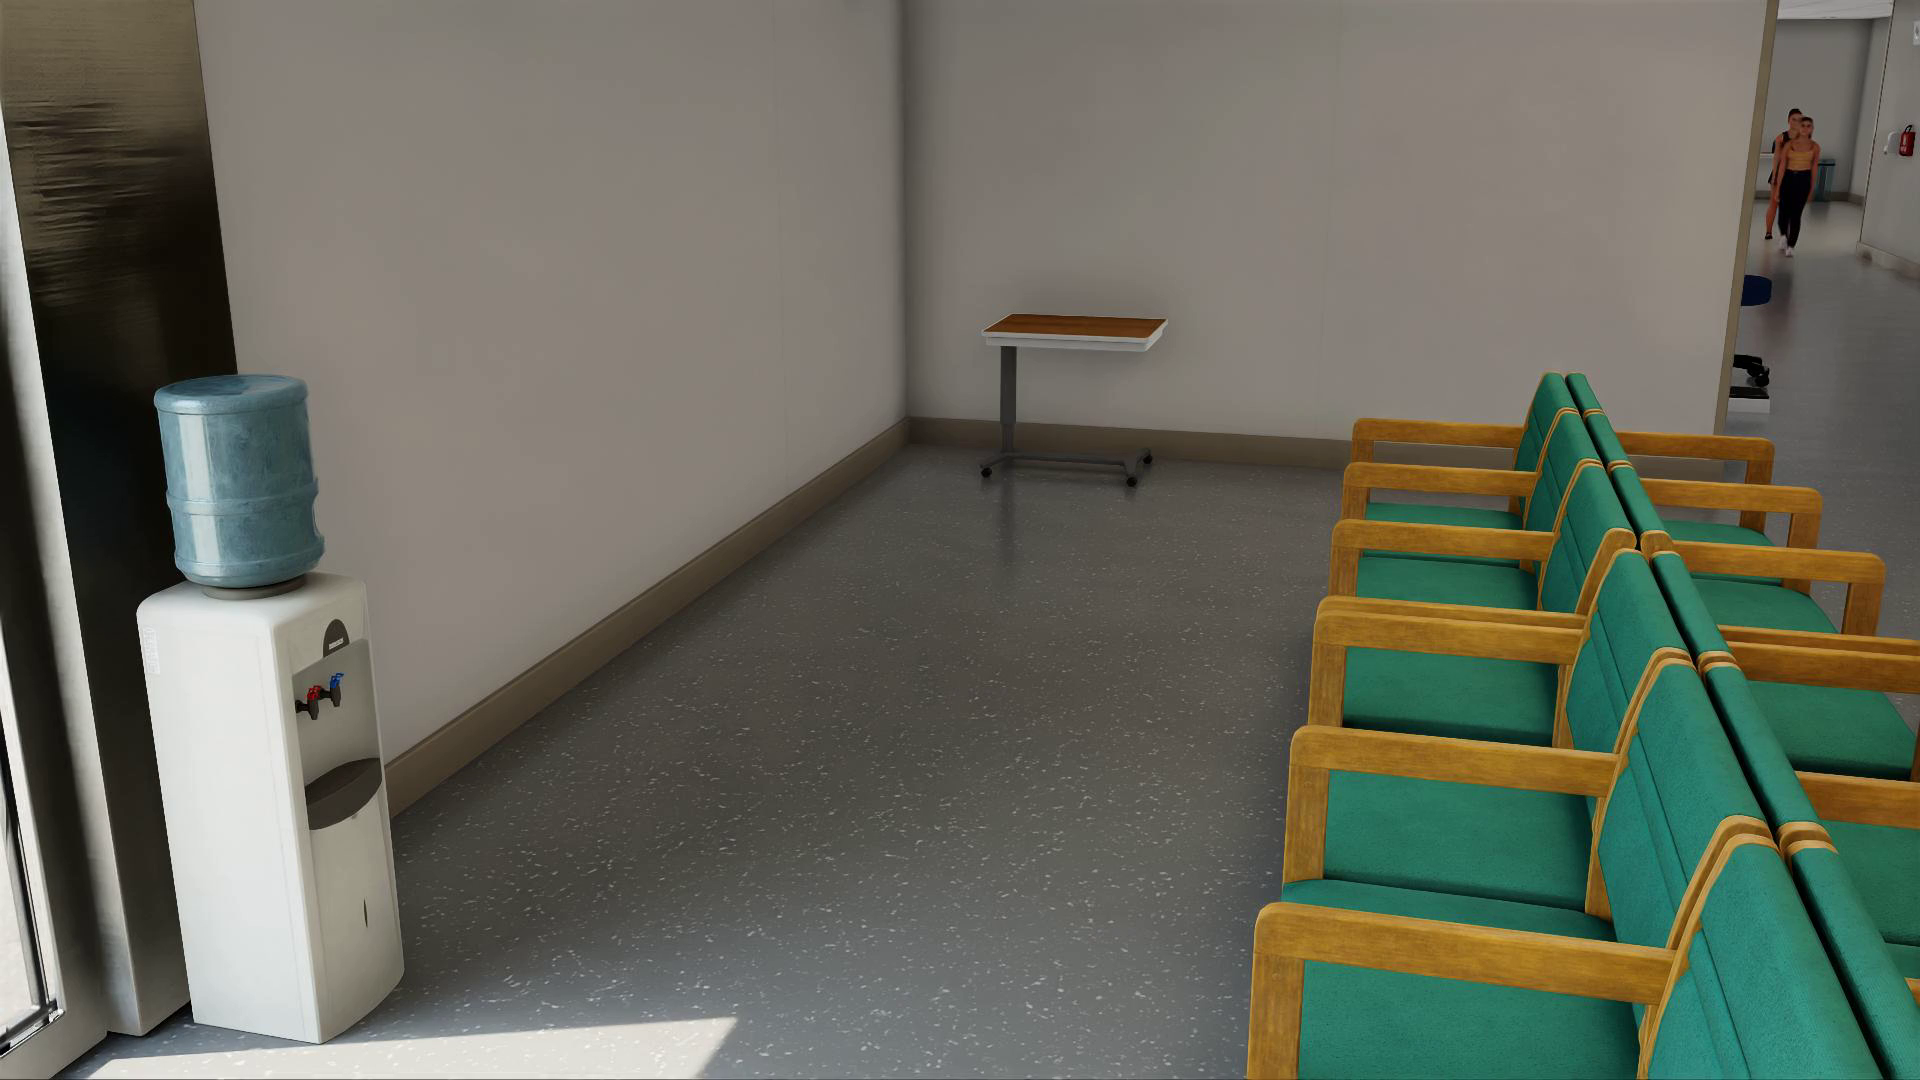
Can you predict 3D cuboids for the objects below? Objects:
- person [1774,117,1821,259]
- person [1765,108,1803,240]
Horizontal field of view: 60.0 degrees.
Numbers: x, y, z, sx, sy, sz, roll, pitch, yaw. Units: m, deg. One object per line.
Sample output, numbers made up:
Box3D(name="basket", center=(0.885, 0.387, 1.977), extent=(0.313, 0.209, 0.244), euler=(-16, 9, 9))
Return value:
Box3D(name="person", center=(9.868, -4.155, 19.680), extent=(1.093, 1.599, 0.819), euler=(9, 18, 28))
Box3D(name="person", center=(10.846, -4.788, 21.787), extent=(0.540, 1.675, 0.673), euler=(2, 16, 5))
